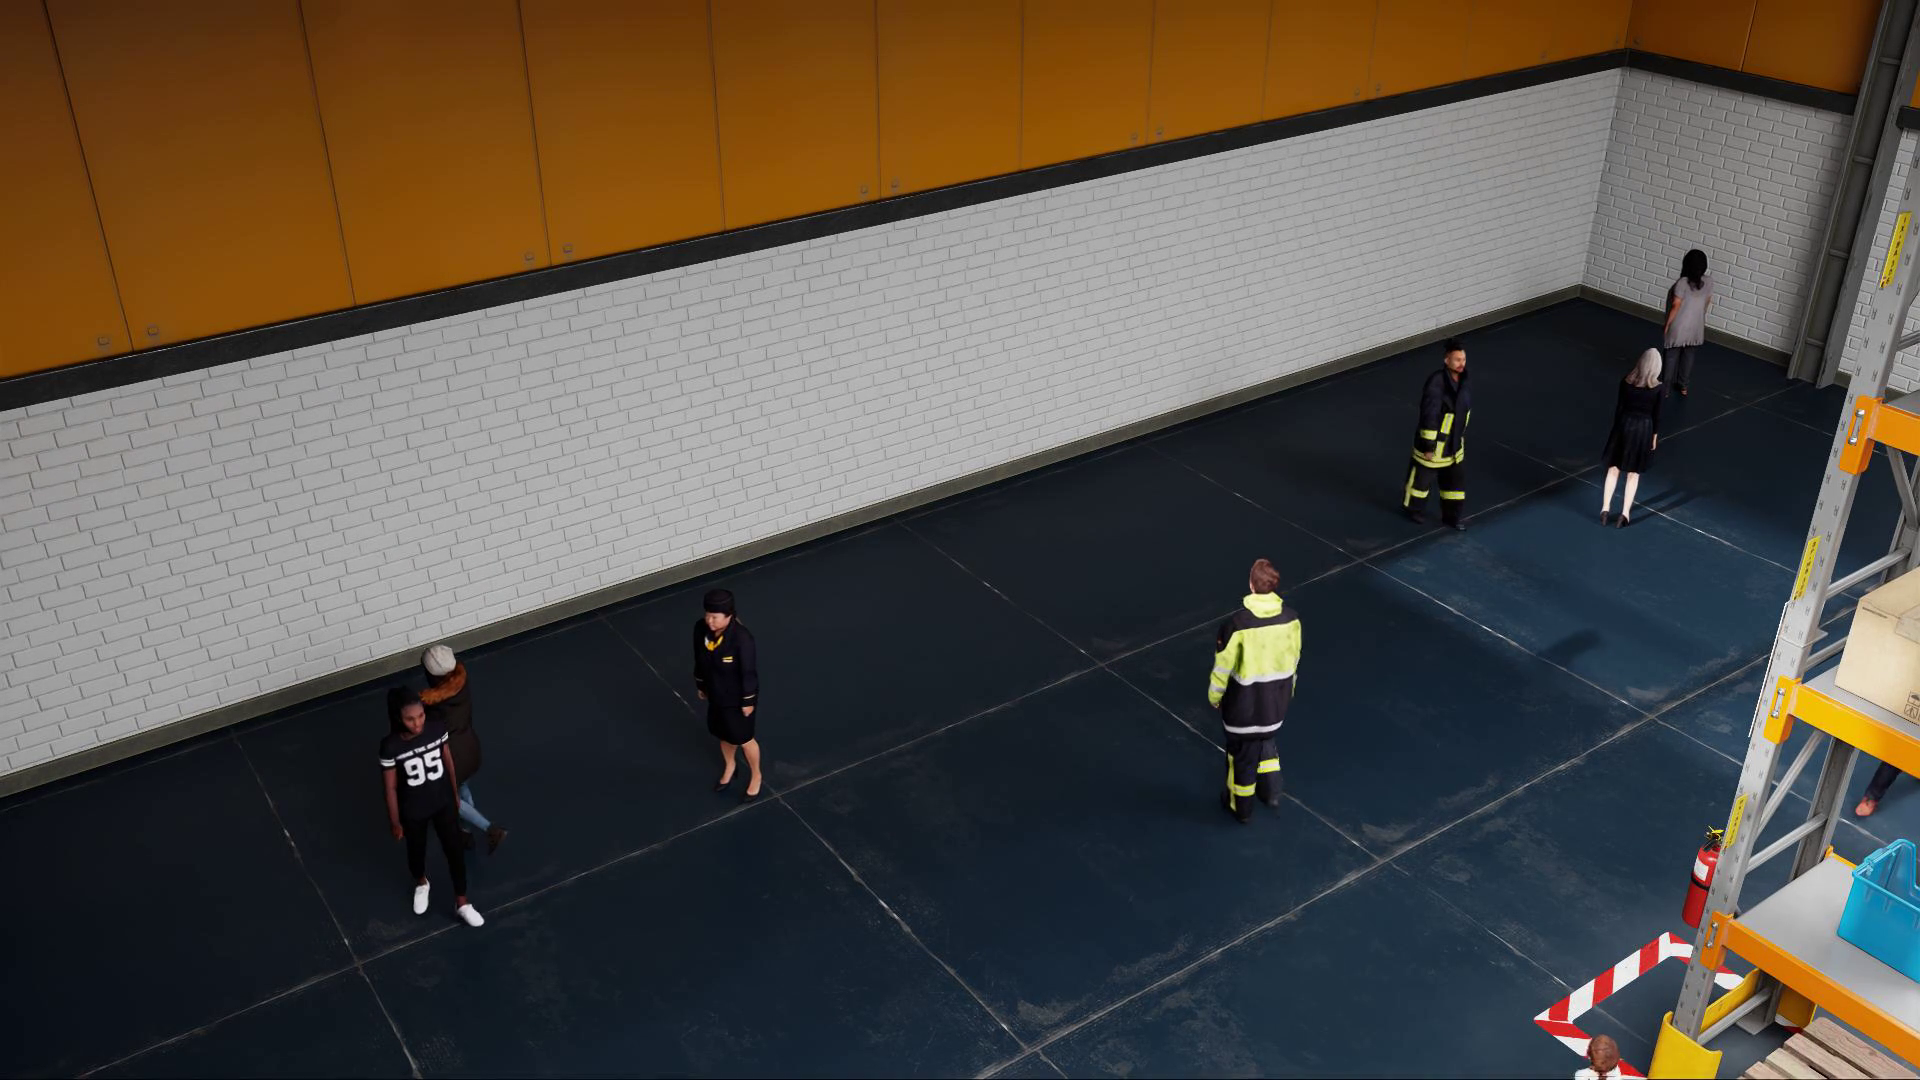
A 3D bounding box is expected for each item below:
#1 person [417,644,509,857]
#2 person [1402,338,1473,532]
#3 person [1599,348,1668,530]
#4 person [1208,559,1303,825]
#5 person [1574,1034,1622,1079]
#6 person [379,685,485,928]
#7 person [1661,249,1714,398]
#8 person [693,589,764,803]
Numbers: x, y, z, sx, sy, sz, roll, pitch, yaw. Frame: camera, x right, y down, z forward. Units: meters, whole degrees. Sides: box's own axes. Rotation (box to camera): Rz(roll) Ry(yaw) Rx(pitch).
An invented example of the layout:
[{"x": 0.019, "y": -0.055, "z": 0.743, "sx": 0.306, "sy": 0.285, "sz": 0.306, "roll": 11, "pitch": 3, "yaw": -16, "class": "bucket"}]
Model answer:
[{"x": -3.287, "y": 1.422, "z": 10.972, "sx": 0.941, "sy": 1.625, "sz": 0.866, "roll": 7, "pitch": 29, "yaw": 13, "class": "person"}, {"x": 4.348, "y": -1.017, "z": 15.206, "sx": 0.848, "sy": 1.853, "sz": 0.908, "roll": -14, "pitch": 32, "yaw": -24, "class": "person"}, {"x": 6.132, "y": -0.930, "z": 15.160, "sx": 0.643, "sy": 1.745, "sz": 0.751, "roll": 15, "pitch": 32, "yaw": 26, "class": "person"}, {"x": 2.026, "y": 1.088, "z": 11.231, "sx": 0.837, "sy": 1.964, "sz": 0.794, "roll": -12, "pitch": 31, "yaw": -21, "class": "person"}, {"x": 3.312, "y": 3.028, "z": 8.688, "sx": 0.638, "sy": 0.993, "sz": 0.764, "roll": -1, "pitch": 29, "yaw": -2, "class": "person"}, {"x": -3.390, "y": 1.641, "z": 10.479, "sx": 0.662, "sy": 1.714, "sz": 0.888, "roll": -19, "pitch": 34, "yaw": -30, "class": "person"}, {"x": 7.785, "y": -2.334, "z": 17.876, "sx": 0.722, "sy": 1.609, "sz": 0.756, "roll": -8, "pitch": 29, "yaw": -13, "class": "person"}, {"x": -1.590, "y": 1.071, "z": 11.571, "sx": 0.707, "sy": 1.669, "sz": 0.842, "roll": 17, "pitch": 33, "yaw": 29, "class": "person"}]
